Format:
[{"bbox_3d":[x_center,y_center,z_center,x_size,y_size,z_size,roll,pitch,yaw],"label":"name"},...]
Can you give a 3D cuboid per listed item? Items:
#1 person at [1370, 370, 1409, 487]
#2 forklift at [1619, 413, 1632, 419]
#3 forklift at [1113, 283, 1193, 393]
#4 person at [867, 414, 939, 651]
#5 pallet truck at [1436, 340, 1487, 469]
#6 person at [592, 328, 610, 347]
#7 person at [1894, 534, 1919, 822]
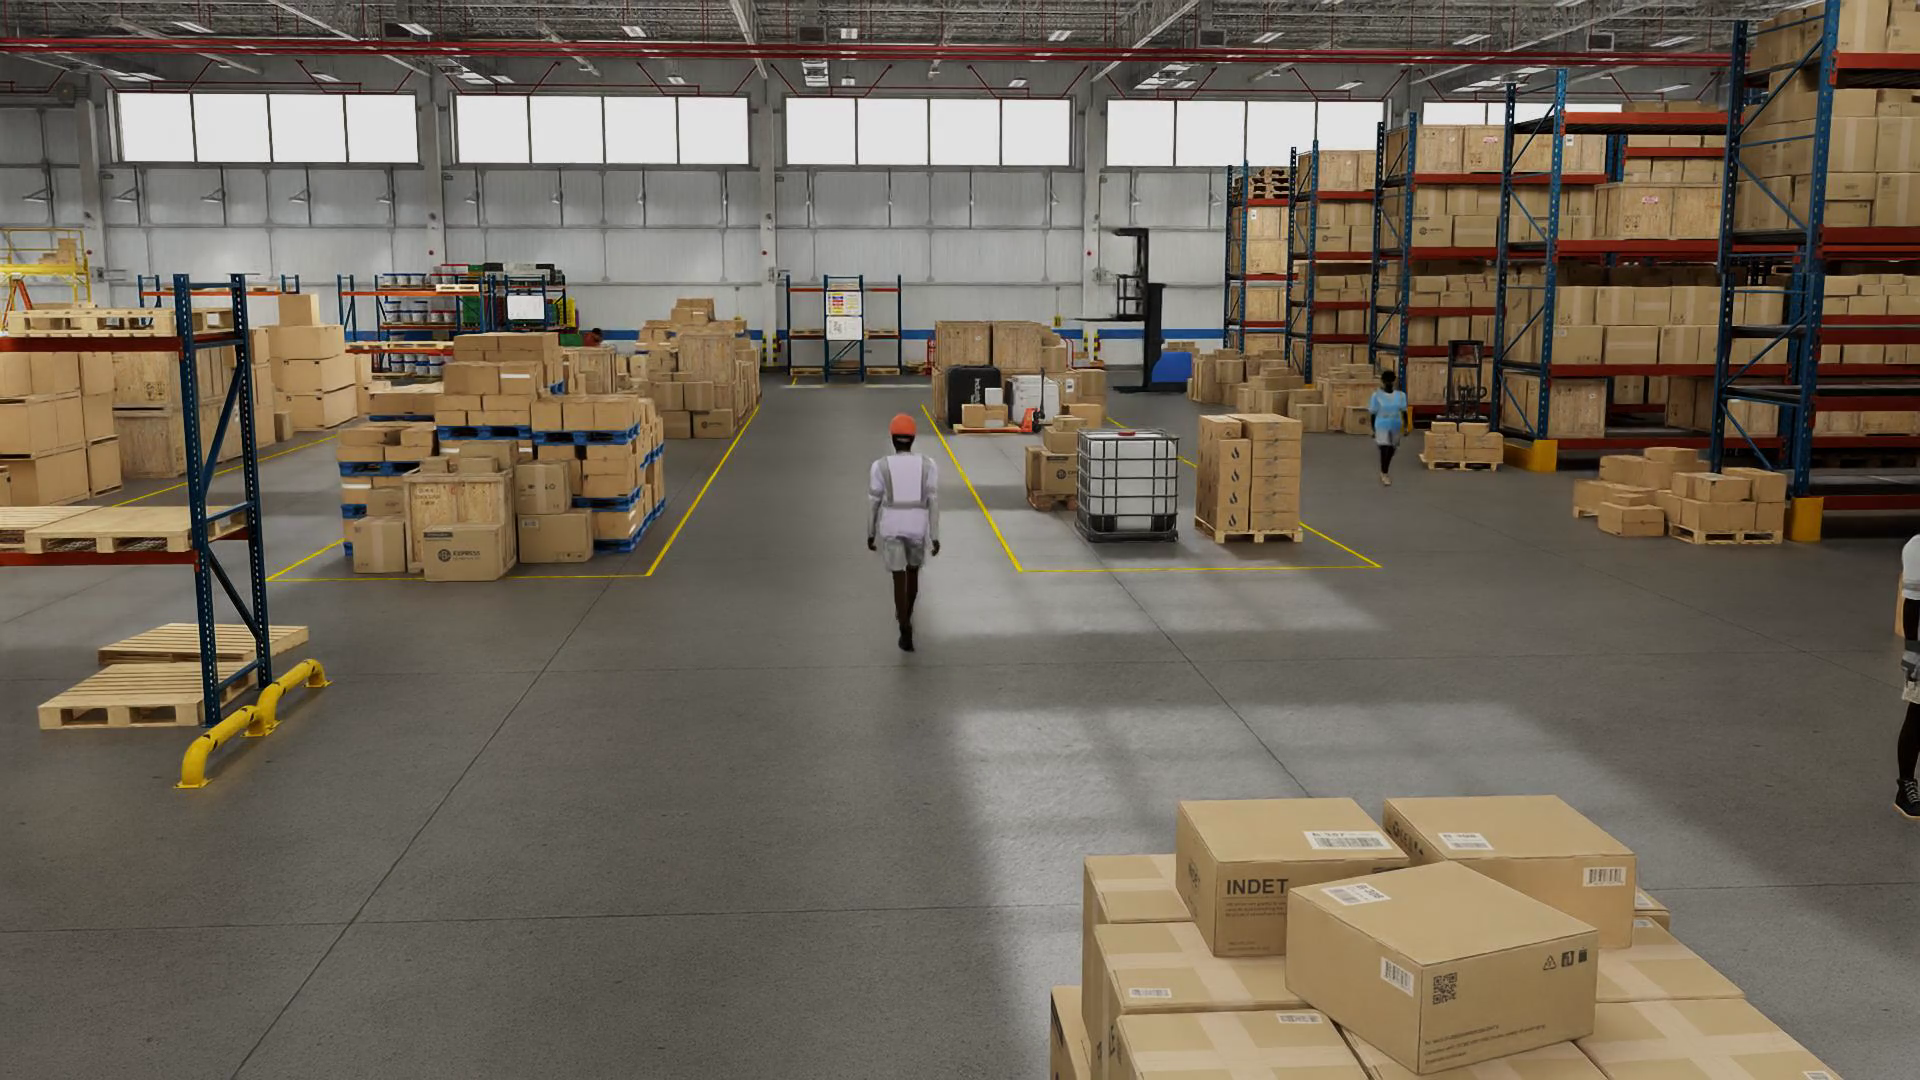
[{"bbox_3d":[6.178,-1.630,24.068,0.527,1.670,0.806,-1,9,-4],"label":"person"},{"bbox_3d":[13.356,-4.019,35.265,1.129,2.768,1.873,-1,9,-4],"label":"forklift"},{"bbox_3d":[4.946,-5.164,42.454,1.873,2.768,1.129,-1,9,-4],"label":"forklift"},{"bbox_3d":[-0.486,-0.090,13.694,0.572,1.884,0.972,-2,9,-12],"label":"person"},{"bbox_3d":[8.004,-2.170,26.422,0.823,1.965,1.885,2,9,14],"label":"pallet truck"},{"bbox_3d":[-7.873,-3.754,36.816,0.769,1.900,0.662,-7,11,-37],"label":"person"},{"bbox_3d":[5.499,0.583,9.229,0.603,1.966,0.368,-2,9,-12],"label":"person"}]
